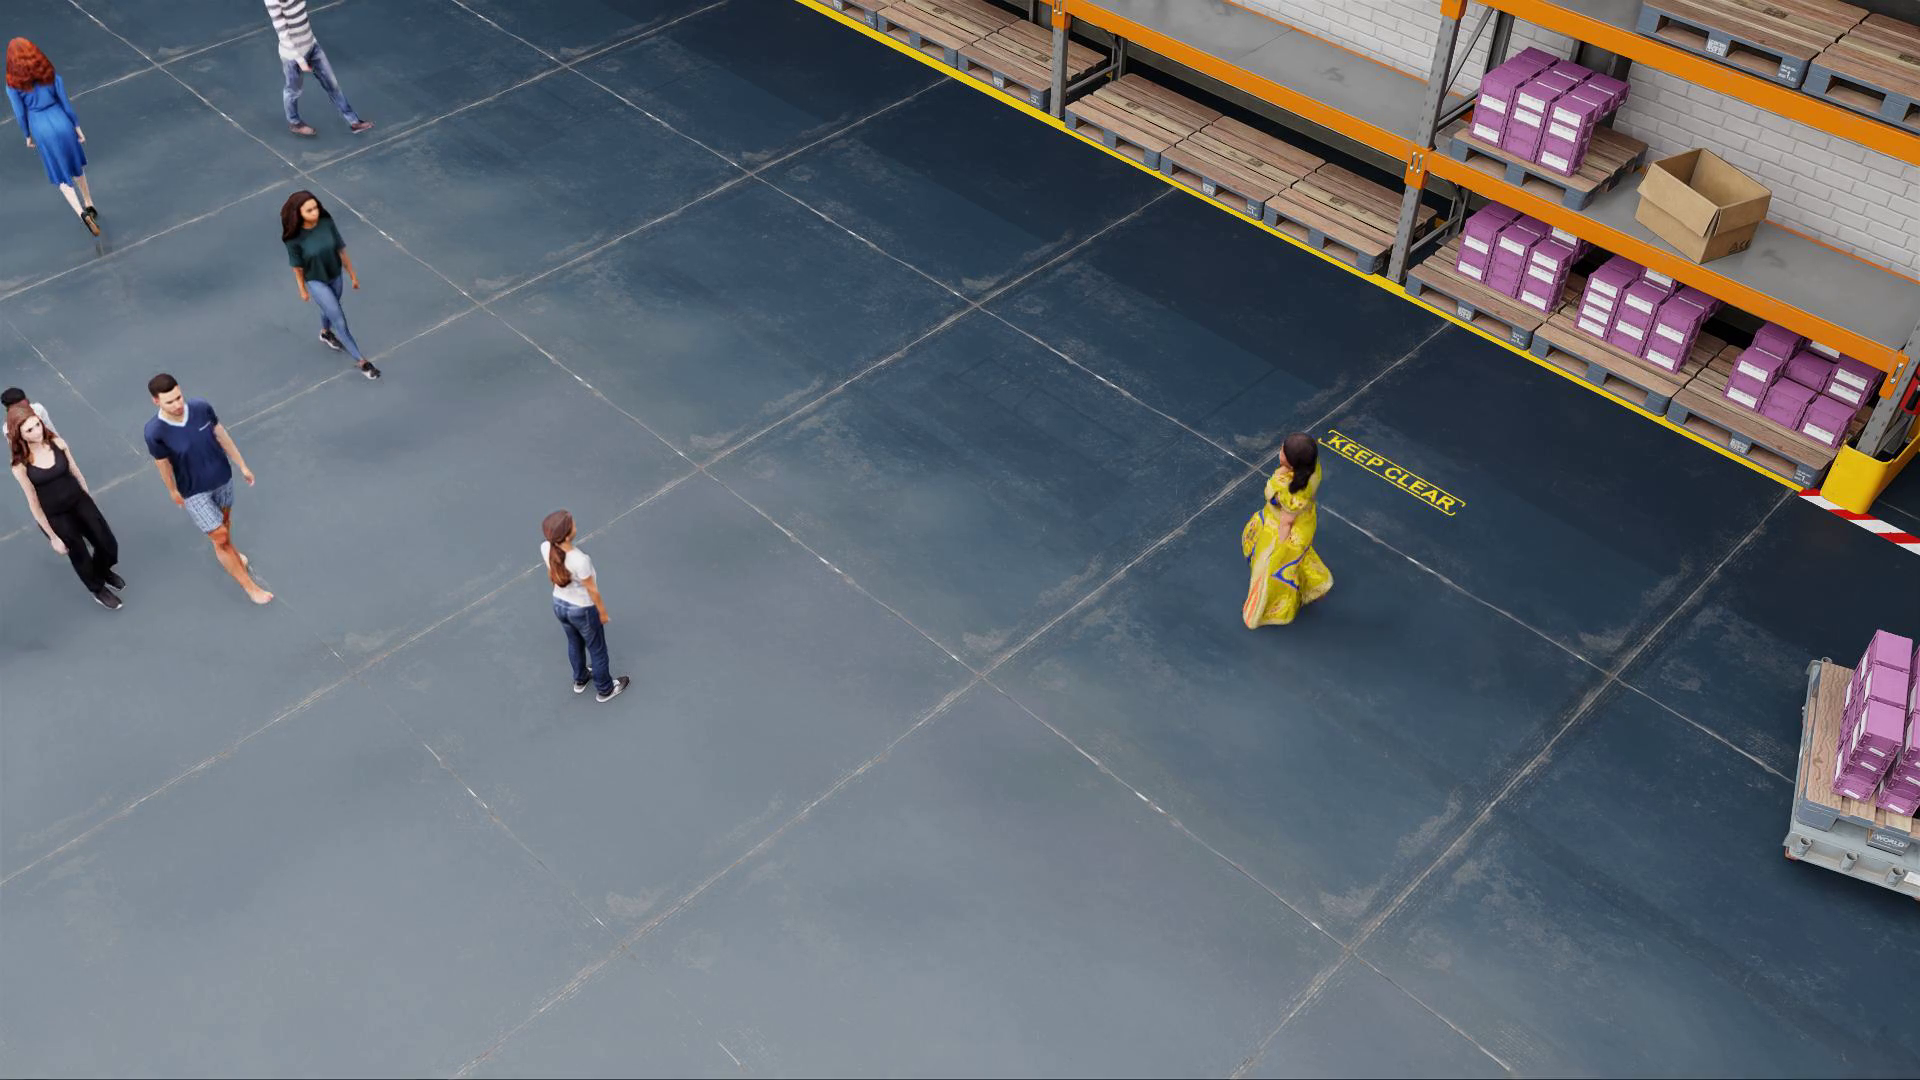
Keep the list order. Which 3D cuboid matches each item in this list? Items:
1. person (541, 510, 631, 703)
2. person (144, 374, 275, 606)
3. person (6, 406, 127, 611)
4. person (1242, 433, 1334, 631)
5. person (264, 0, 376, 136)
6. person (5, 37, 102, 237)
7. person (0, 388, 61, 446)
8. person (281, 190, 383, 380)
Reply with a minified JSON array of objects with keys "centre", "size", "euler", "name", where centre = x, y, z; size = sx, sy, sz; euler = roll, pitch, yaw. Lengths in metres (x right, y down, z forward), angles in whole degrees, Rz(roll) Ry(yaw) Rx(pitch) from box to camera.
[{"centre":[-2.425,0.409,10.554],"size":[0.531,1.563,0.646],"euler":[22,48,22],"name":"person"},{"centre":[-5.168,-0.439,11.274],"size":[1.130,1.798,0.743],"euler":[26,50,25],"name":"person"},{"centre":[-6.034,-0.220,11.092],"size":[0.717,1.732,0.639],"euler":[24,49,23],"name":"person"},{"centre":[2.244,-0.052,10.980],"size":[1.027,1.644,0.916],"euler":[15,46,15],"name":"person"},{"centre":[-6.305,-4.620,15.656],"size":[1.227,1.808,0.965],"euler":[16,46,16],"name":"person"},{"centre":[-7.827,-3.430,14.408],"size":[0.725,1.805,1.053],"euler":[-26,49,-24],"name":"person"},{"centre":[-6.559,-0.610,11.866],"size":[0.818,1.231,0.487],"euler":[33,53,30],"name":"person"},{"centre":[-5.065,-2.072,13.158],"size":[1.119,1.565,0.676],"euler":[28,50,27],"name":"person"}]
